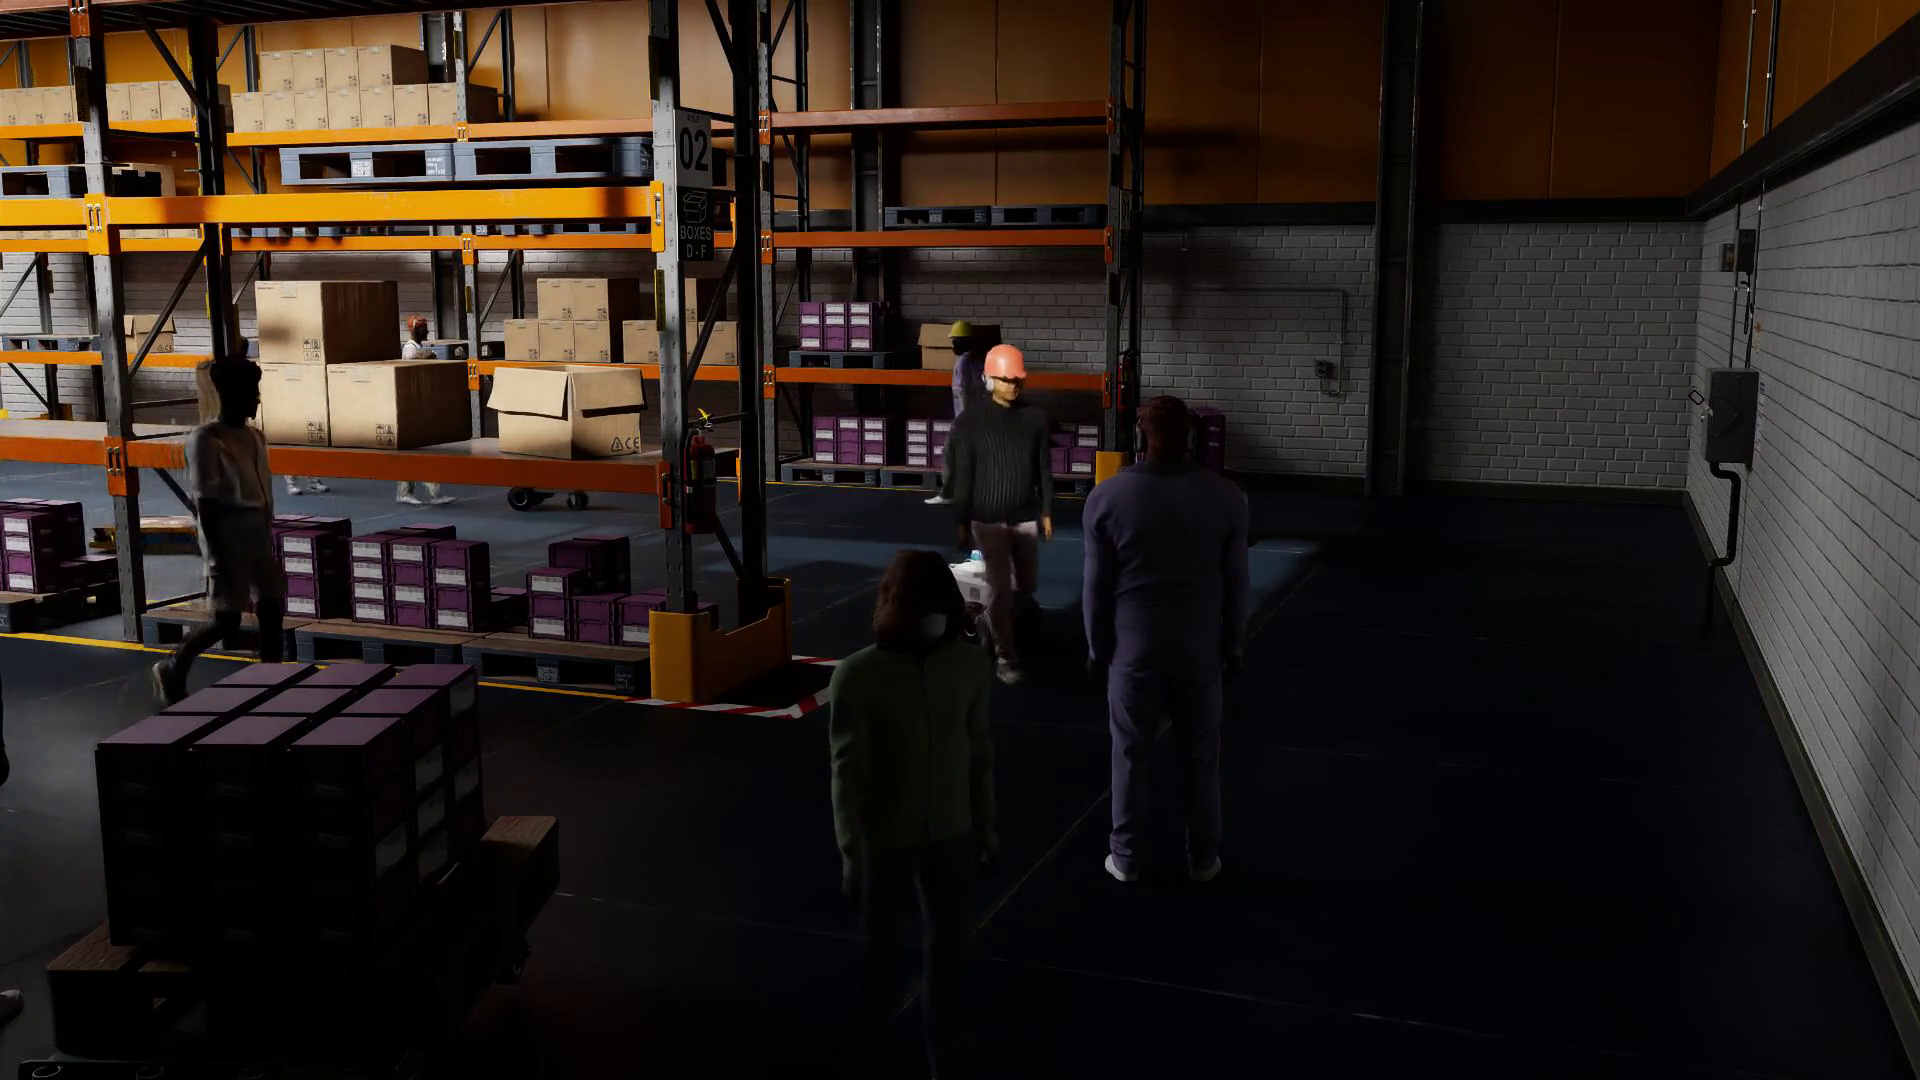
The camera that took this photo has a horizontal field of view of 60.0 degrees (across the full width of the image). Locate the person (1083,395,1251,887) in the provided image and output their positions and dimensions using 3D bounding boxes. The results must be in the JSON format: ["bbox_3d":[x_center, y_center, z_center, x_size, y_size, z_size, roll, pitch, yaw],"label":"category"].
[{"bbox_3d":[0.786,0.395,6.408,0.641,1.905,0.410,0,9,3],"label":"person"}]

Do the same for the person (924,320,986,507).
[{"bbox_3d":[-0.033,-1.264,16.835,0.796,1.897,0.607,3,10,19],"label":"person"}]

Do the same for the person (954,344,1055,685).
[{"bbox_3d":[0.237,-0.164,9.689,0.628,1.971,0.593,-4,10,-24],"label":"person"}]

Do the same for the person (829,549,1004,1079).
[{"bbox_3d":[-0.116,0.828,4.537,0.503,1.633,0.284,-5,10,-29],"label":"person"}]

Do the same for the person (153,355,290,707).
[{"bbox_3d":[-3.824,0.007,8.701,0.775,1.947,0.618,2,9,13],"label":"person"}]

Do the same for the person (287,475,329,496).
[{"bbox_3d":[-7.055,-1.441,17.882,0.483,1.929,0.605,8,12,42],"label":"person"}]

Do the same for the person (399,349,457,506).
[{"bbox_3d":[-5.425,-1.137,16.954,0.812,1.599,0.529,2,9,11],"label":"person"}]

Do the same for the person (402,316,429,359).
[{"bbox_3d":[-6.331,-1.665,19.417,0.337,1.877,0.584,-2,9,-13],"label":"person"}]

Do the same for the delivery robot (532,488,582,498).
[{"bbox_3d":[-4.142,-0.630,16.773,0.707,0.478,0.477,0,9,2],"label":"delivery robot"}]

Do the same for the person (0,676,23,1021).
[{"bbox_3d":[-3.232,0.602,5.062,0.599,1.917,0.377,-2,9,-9],"label":"person"}]

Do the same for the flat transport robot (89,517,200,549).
[{"bbox_3d":[-6.676,-0.067,14.415,1.431,0.197,0.652,0,9,1],"label":"flat transport robot"}]

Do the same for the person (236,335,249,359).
[{"bbox_3d":[-6.398,-0.919,14.851,0.361,1.846,0.529,-1,9,-9],"label":"person"}]

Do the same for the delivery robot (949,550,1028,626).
[{"bbox_3d":[0.119,0.311,10.861,0.477,0.478,0.707,-7,11,-37],"label":"delivery robot"}]
